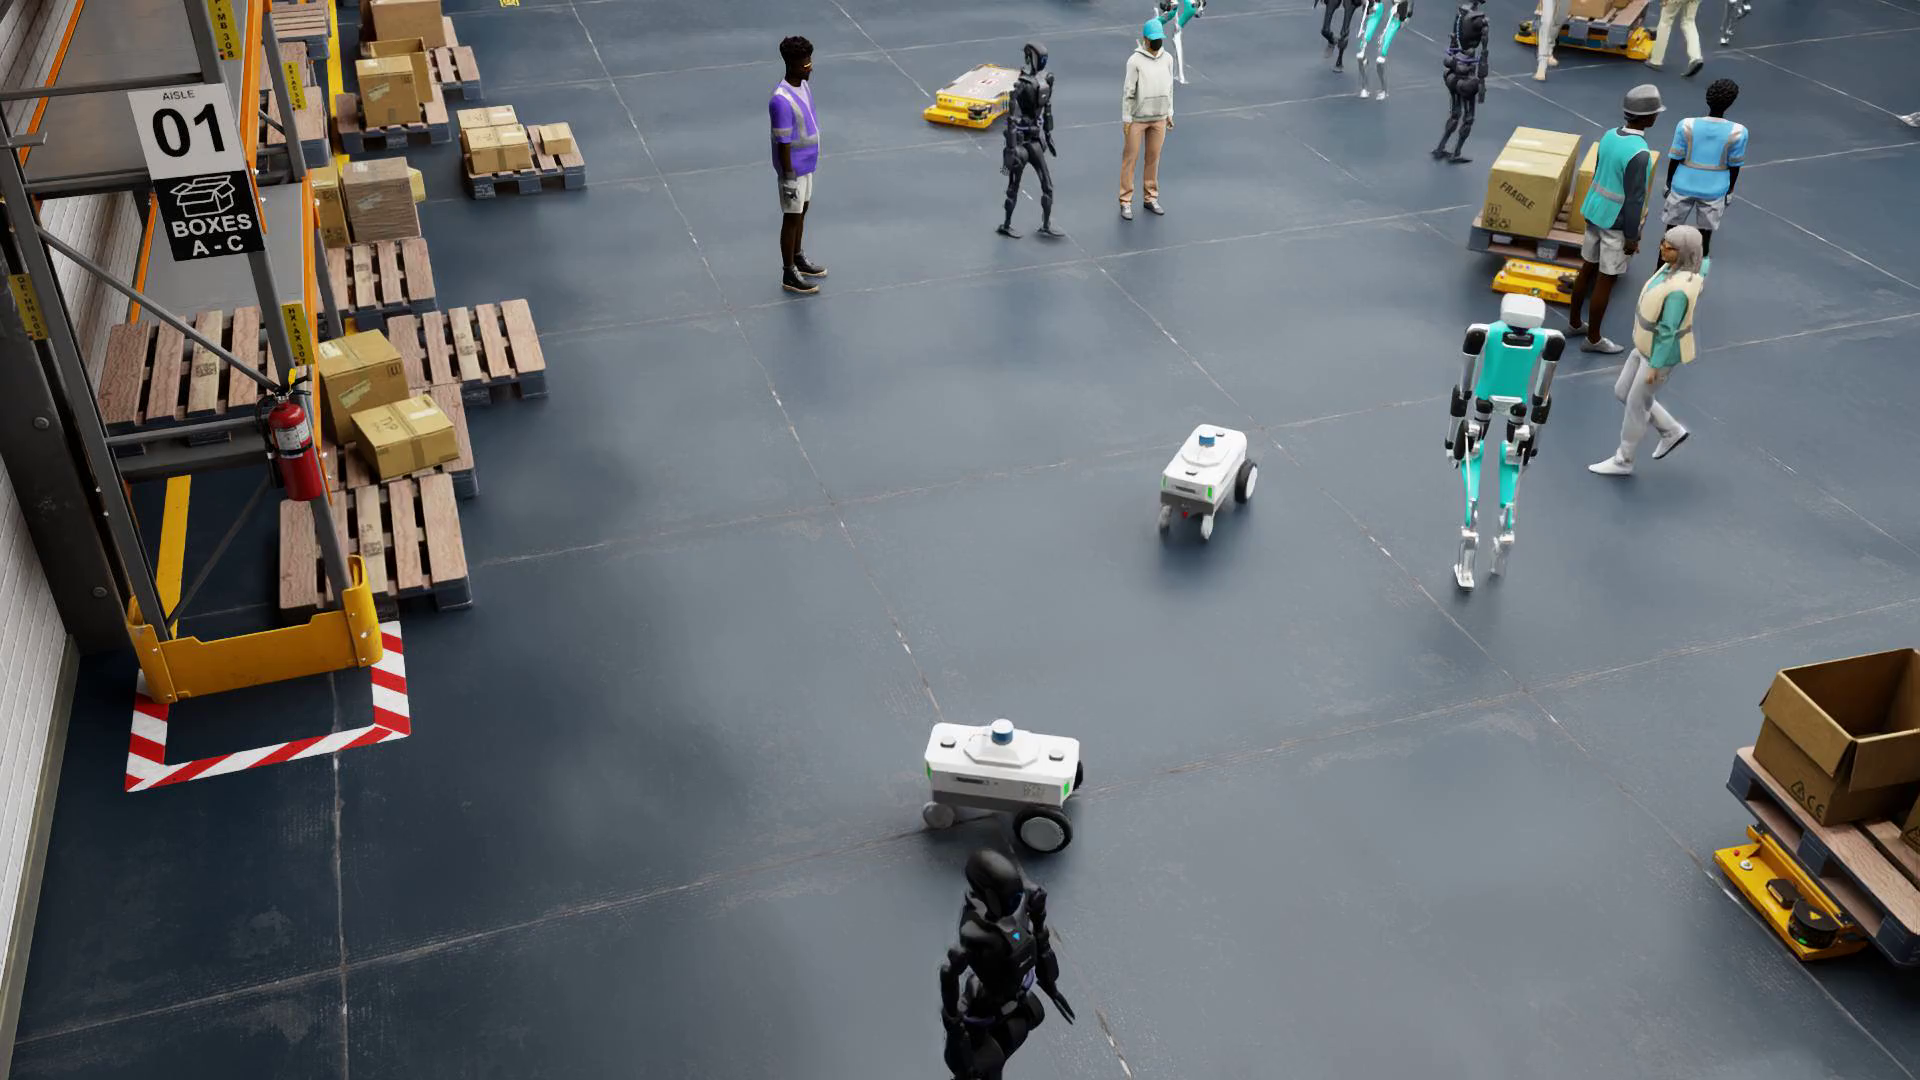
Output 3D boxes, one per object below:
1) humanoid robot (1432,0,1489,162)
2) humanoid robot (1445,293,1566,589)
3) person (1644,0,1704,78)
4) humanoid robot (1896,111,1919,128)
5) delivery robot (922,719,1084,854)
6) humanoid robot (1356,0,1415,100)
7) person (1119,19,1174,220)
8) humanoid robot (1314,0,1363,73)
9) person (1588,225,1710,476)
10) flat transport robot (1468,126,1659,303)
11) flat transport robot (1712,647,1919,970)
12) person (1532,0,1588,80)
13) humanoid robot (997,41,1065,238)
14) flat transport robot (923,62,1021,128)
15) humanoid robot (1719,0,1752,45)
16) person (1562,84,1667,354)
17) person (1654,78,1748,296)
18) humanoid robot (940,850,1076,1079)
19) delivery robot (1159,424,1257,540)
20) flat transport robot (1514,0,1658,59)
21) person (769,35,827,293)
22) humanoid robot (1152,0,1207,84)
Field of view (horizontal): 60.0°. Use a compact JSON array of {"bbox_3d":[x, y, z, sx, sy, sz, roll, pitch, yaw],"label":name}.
[{"bbox_3d":[4.578,-4.244,15.070,0.331,1.650,0.608,-9,34,-14],"label":"humanoid robot"},{"bbox_3d":[2.964,-0.415,9.189,0.542,1.846,0.673,4,33,6],"label":"humanoid robot"},{"bbox_3d":[7.544,-5.693,17.175,0.571,1.809,0.727,-6,34,-9],"label":"person"},{"bbox_3d":[9.323,-4.502,15.450,0.548,1.726,1.013,-12,35,-18],"label":"humanoid robot"},{"bbox_3d":[0.202,1.101,7.879,0.738,0.563,0.499,6,34,9],"label":"delivery robot"},{"bbox_3d":[4.213,-5.257,16.552,0.541,1.770,0.680,18,37,25],"label":"humanoid robot"},{"bbox_3d":[1.577,-3.540,13.999,0.462,1.675,0.373,-12,35,-17],"label":"person"},{"bbox_3d":[4.059,-5.795,17.465,0.615,1.642,0.494,12,35,18],"label":"humanoid robot"},{"bbox_3d":[4.347,-1.139,10.296,0.493,1.696,0.471,5,33,8],"label":"person"},{"bbox_3d":[4.766,-2.292,13.374,0.659,0.231,1.431,15,36,22],"label":"flat transport robot"},{"bbox_3d":[4.258,1.497,7.563,1.431,0.231,0.659,-8,34,-12],"label":"flat transport robot"},{"bbox_3d":[6.241,-5.781,17.304,0.554,1.844,0.683,2,33,4],"label":"person"},{"bbox_3d":[0.579,-3.230,13.526,0.590,1.640,0.609,25,40,32],"label":"humanoid robot"},{"bbox_3d":[0.245,-4.474,16.720,0.659,0.231,1.431,15,36,22],"label":"flat transport robot"},{"bbox_3d":[8.636,-6.321,18.236,0.551,1.792,0.874,3,33,5],"label":"humanoid robot"},{"bbox_3d":[4.624,-2.268,11.808,0.417,1.941,0.552,-6,34,-9],"label":"person"},{"bbox_3d":[5.603,-2.655,12.622,0.531,1.696,0.319,14,36,21],"label":"person"},{"bbox_3d":[0.158,1.724,5.972,0.792,1.633,0.603,26,41,34],"label":"humanoid robot"},{"bbox_3d":[1.497,-0.407,10.208,0.499,0.581,0.774,15,36,21],"label":"delivery robot"},{"bbox_3d":[6.958,-5.594,18.438,1.431,0.231,0.659,17,37,24],"label":"flat transport robot"},{"bbox_3d":[-1.243,-2.878,12.721,0.363,1.961,0.612,5,33,8],"label":"person"},{"bbox_3d":[2.213,-5.556,17.010,0.541,1.754,0.705,-11,35,-16],"label":"humanoid robot"}]
